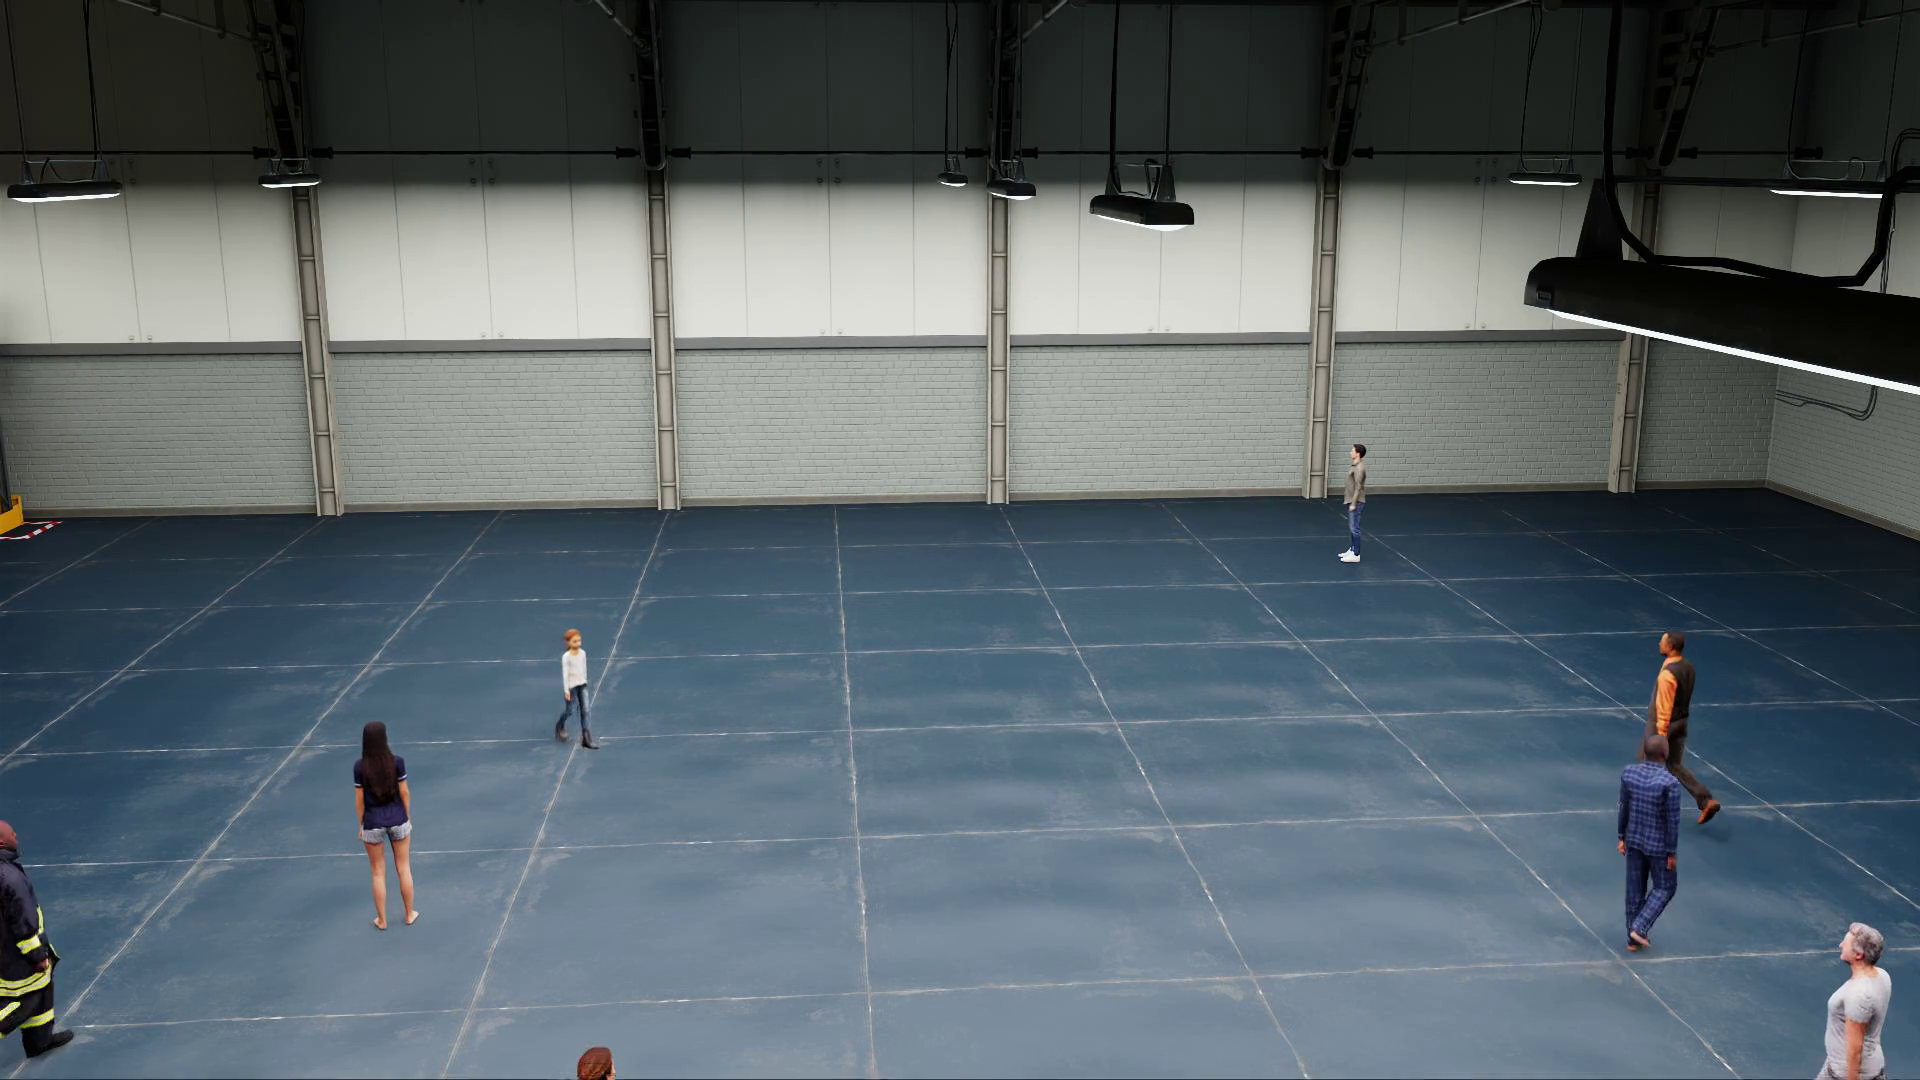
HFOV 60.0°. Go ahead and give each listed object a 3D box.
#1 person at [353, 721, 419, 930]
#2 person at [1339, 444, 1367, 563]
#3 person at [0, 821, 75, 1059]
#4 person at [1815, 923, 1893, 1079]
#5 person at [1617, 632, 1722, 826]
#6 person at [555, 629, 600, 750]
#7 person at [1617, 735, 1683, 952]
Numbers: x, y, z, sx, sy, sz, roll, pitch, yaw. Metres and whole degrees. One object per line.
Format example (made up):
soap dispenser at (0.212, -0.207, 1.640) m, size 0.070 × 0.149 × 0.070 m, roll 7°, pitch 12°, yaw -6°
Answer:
person at (-4.737, 2.348, 13.700) m, size 0.549 × 1.766 × 0.694 m, roll -5°, pitch 14°, yaw -19°
person at (6.234, -0.590, 26.165) m, size 0.672 × 1.865 × 0.752 m, roll 2°, pitch 13°, yaw 8°
person at (-6.640, 2.839, 11.500) m, size 1.129 × 1.801 × 1.214 m, roll 11°, pitch 17°, yaw 41°
person at (5.441, 3.214, 9.943) m, size 1.236 × 1.773 × 1.238 m, roll -12°, pitch 18°, yaw -43°
person at (6.811, 1.813, 15.757) m, size 1.223 × 1.879 × 1.157 m, roll -10°, pitch 16°, yaw -37°
person at (-4.195, 1.603, 17.967) m, size 0.931 × 1.292 × 0.865 m, roll 11°, pitch 17°, yaw 39°
person at (5.426, 2.438, 13.211) m, size 0.841 × 1.812 × 0.811 m, roll -10°, pitch 16°, yaw -37°
